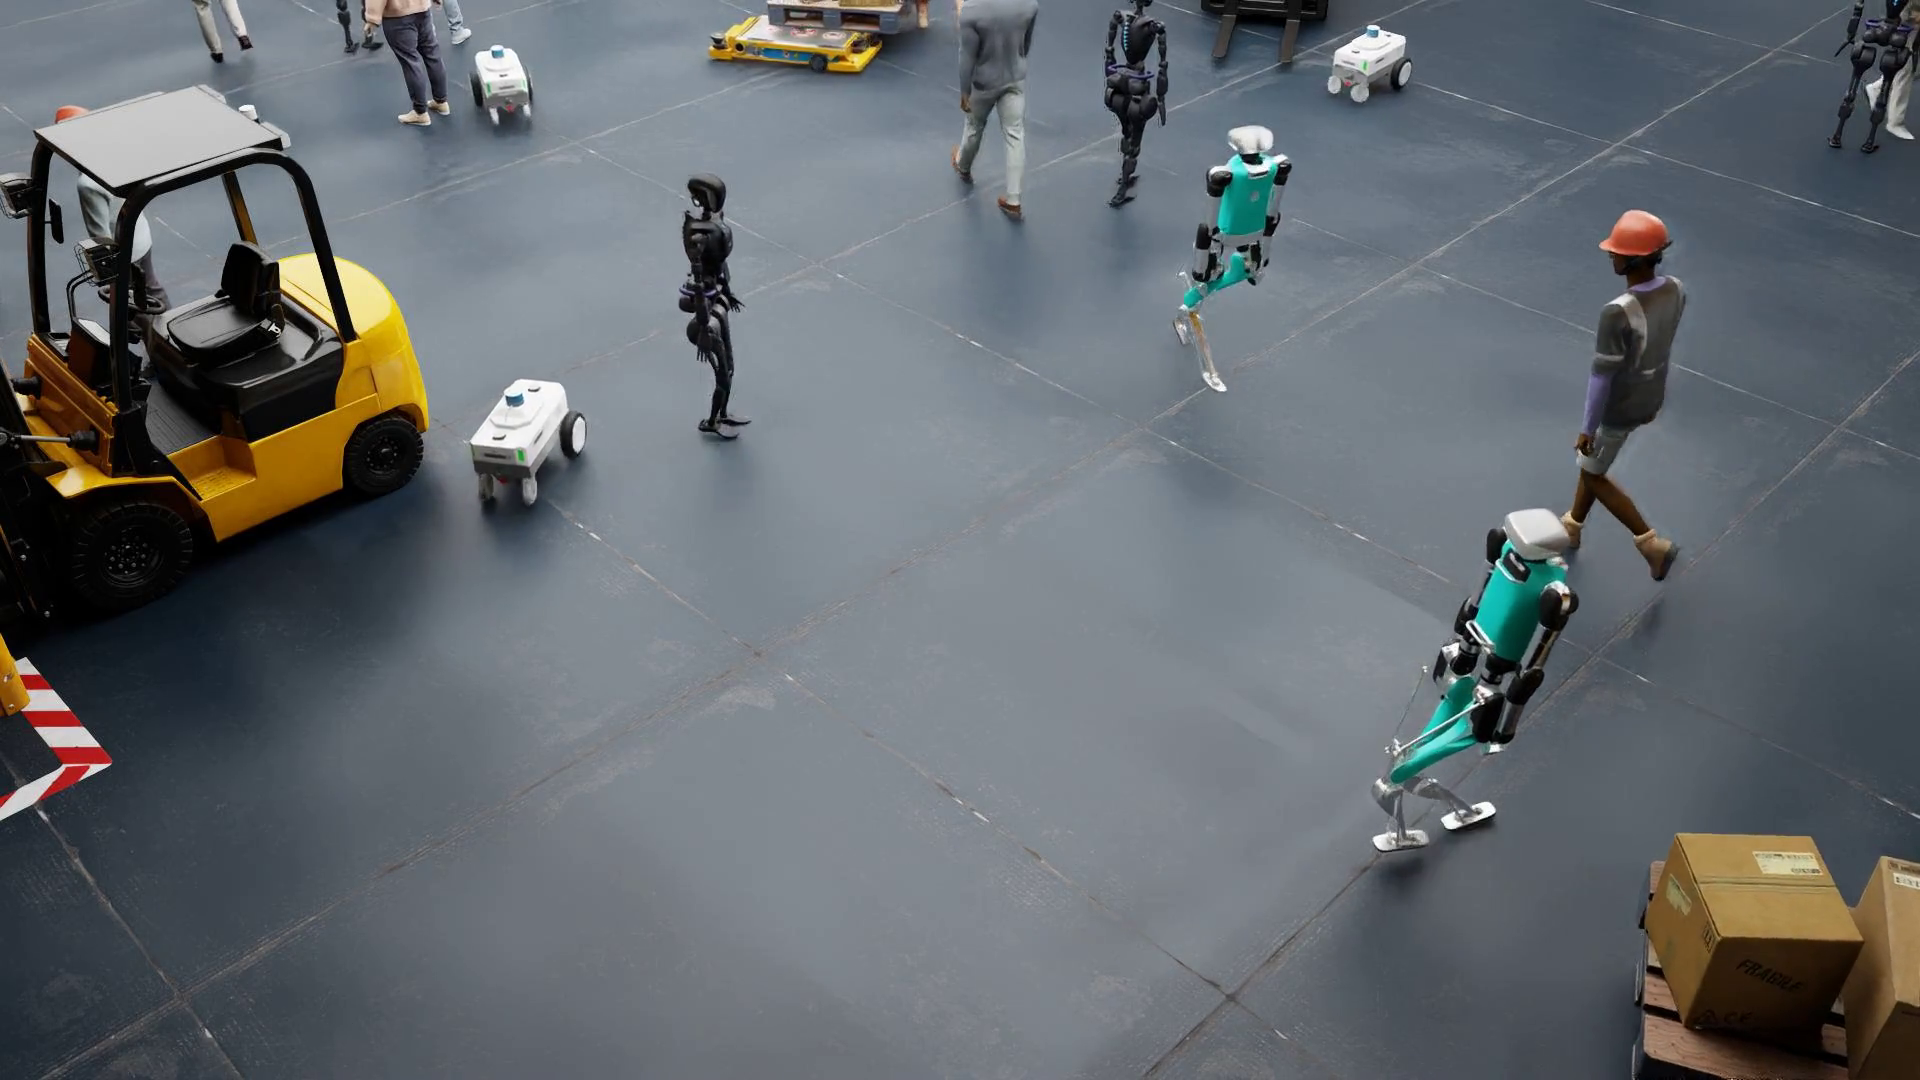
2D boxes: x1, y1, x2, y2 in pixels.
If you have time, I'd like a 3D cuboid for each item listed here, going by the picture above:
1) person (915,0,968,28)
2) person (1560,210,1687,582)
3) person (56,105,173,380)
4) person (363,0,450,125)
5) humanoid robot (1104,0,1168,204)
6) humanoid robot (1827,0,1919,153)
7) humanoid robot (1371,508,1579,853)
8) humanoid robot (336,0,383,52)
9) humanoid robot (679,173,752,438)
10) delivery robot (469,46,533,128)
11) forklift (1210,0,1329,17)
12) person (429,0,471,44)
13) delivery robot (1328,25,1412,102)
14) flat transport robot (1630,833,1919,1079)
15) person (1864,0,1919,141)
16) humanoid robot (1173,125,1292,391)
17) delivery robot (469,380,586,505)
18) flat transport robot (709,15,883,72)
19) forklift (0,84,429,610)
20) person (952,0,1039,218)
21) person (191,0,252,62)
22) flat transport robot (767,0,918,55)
[{"bbox_3d":[-0.123,-5.378,15.006,0.539,1.688,1.055,-13,39,-17],"label":"person"},{"bbox_3d":[3.450,-0.662,8.451,0.626,1.999,0.821,-28,45,-32],"label":"person"},{"bbox_3d":[-5.165,-1.822,10.204,0.351,1.742,0.571,-1,37,-2],"label":"person"},{"bbox_3d":[-4.451,-4.278,13.388,0.416,1.865,0.815,19,41,23],"label":"person"},{"bbox_3d":[1.306,-3.335,12.293,0.593,1.636,0.608,28,45,32],"label":"humanoid robot"},{"bbox_3d":[7.208,-3.884,13.007,0.599,1.657,0.315,19,41,24],"label":"humanoid robot"},{"bbox_3d":[1.989,0.677,6.874,0.883,1.774,0.530,-9,38,-11],"label":"humanoid robot"},{"bbox_3d":[-5.478,-5.170,14.739,0.591,1.656,0.321,4,37,6],"label":"humanoid robot"},{"bbox_3d":[-1.440,-1.349,9.636,0.311,1.652,0.609,4,37,6],"label":"humanoid robot"},{"bbox_3d":[-3.815,-3.820,13.865,0.499,0.587,0.789,-12,39,-16],"label":"delivery robot"},{"bbox_3d":[3.106,-6.400,15.960,1.214,2.155,2.313,8,37,10],"label":"forklift"},{"bbox_3d":[-4.776,-5.378,14.819,0.590,1.919,0.393,-2,37,-3],"label":"person"},{"bbox_3d":[3.517,-4.109,14.271,0.510,0.611,0.782,28,45,32],"label":"delivery robot"},{"bbox_3d":[3.194,1.942,6.397,0.659,0.231,1.431,12,38,16],"label":"flat transport robot"},{"bbox_3d":[7.659,-4.062,13.293,0.539,1.620,0.566,-20,41,-24],"label":"person"},{"bbox_3d":[1.572,-1.808,10.212,0.529,1.781,0.973,-8,37,-10],"label":"humanoid robot"},{"bbox_3d":[-2.516,-0.613,9.590,0.499,0.610,0.793,6,37,8],"label":"delivery robot"},{"bbox_3d":[-1.477,-4.474,14.986,1.431,0.231,0.659,9,38,12],"label":"flat transport robot"},{"bbox_3d":[-4.145,-1.093,8.856,2.313,2.155,1.214,-31,47,-34],"label":"forklift"},{"bbox_3d":[0.240,-3.392,12.196,0.633,1.868,1.078,-13,39,-17],"label":"person"},{"bbox_3d":[-6.612,-5.036,14.490,0.569,1.753,0.461,-30,46,-33],"label":"person"},{"bbox_3d":[-1.057,-4.790,15.409,0.659,0.231,1.431,6,37,8],"label":"flat transport robot"}]
